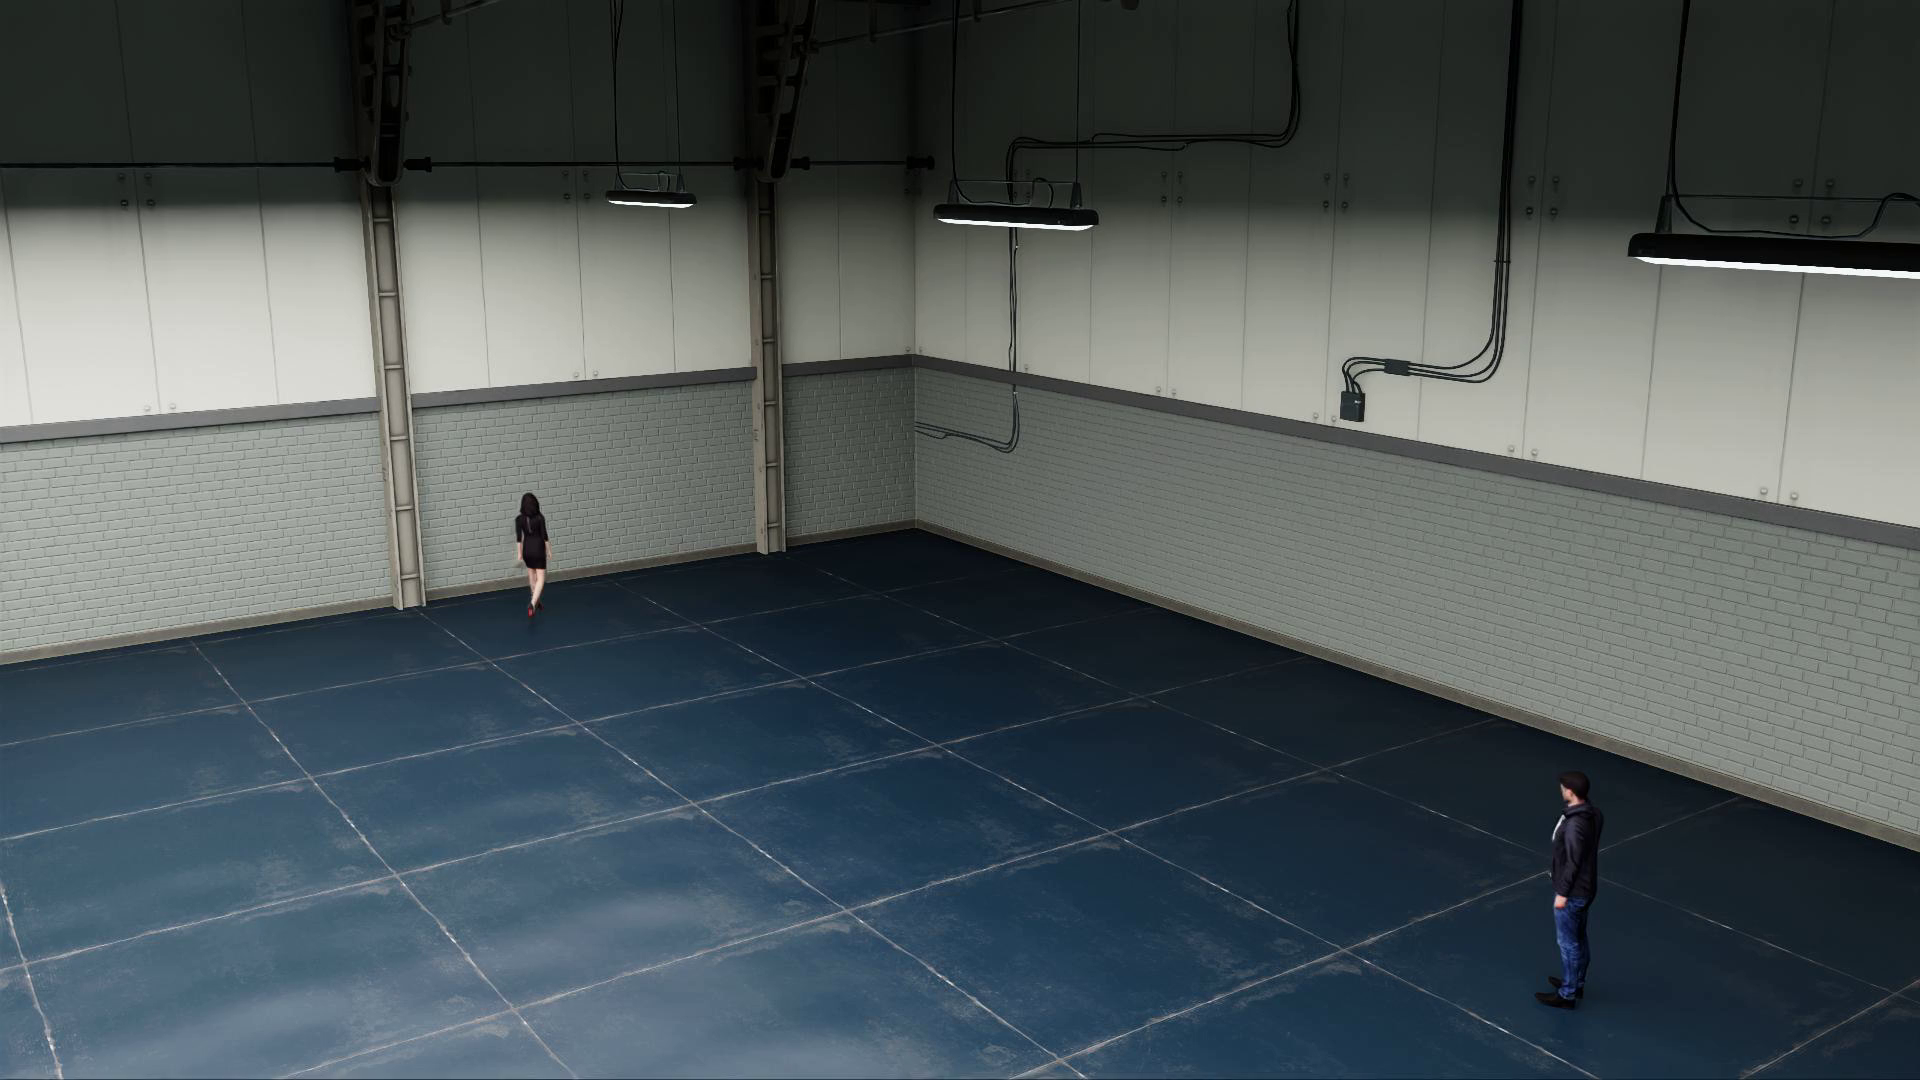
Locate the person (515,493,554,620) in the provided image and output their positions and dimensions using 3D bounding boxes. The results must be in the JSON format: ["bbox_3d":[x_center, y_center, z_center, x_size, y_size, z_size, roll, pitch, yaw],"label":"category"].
[{"bbox_3d":[-6.014,0.256,23.440,1.043,1.774,1.125,3,13,11],"label":"person"}]

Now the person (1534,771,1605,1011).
[{"bbox_3d":[4.722,2.670,12.760,0.795,1.889,0.617,10,16,37],"label":"person"}]
